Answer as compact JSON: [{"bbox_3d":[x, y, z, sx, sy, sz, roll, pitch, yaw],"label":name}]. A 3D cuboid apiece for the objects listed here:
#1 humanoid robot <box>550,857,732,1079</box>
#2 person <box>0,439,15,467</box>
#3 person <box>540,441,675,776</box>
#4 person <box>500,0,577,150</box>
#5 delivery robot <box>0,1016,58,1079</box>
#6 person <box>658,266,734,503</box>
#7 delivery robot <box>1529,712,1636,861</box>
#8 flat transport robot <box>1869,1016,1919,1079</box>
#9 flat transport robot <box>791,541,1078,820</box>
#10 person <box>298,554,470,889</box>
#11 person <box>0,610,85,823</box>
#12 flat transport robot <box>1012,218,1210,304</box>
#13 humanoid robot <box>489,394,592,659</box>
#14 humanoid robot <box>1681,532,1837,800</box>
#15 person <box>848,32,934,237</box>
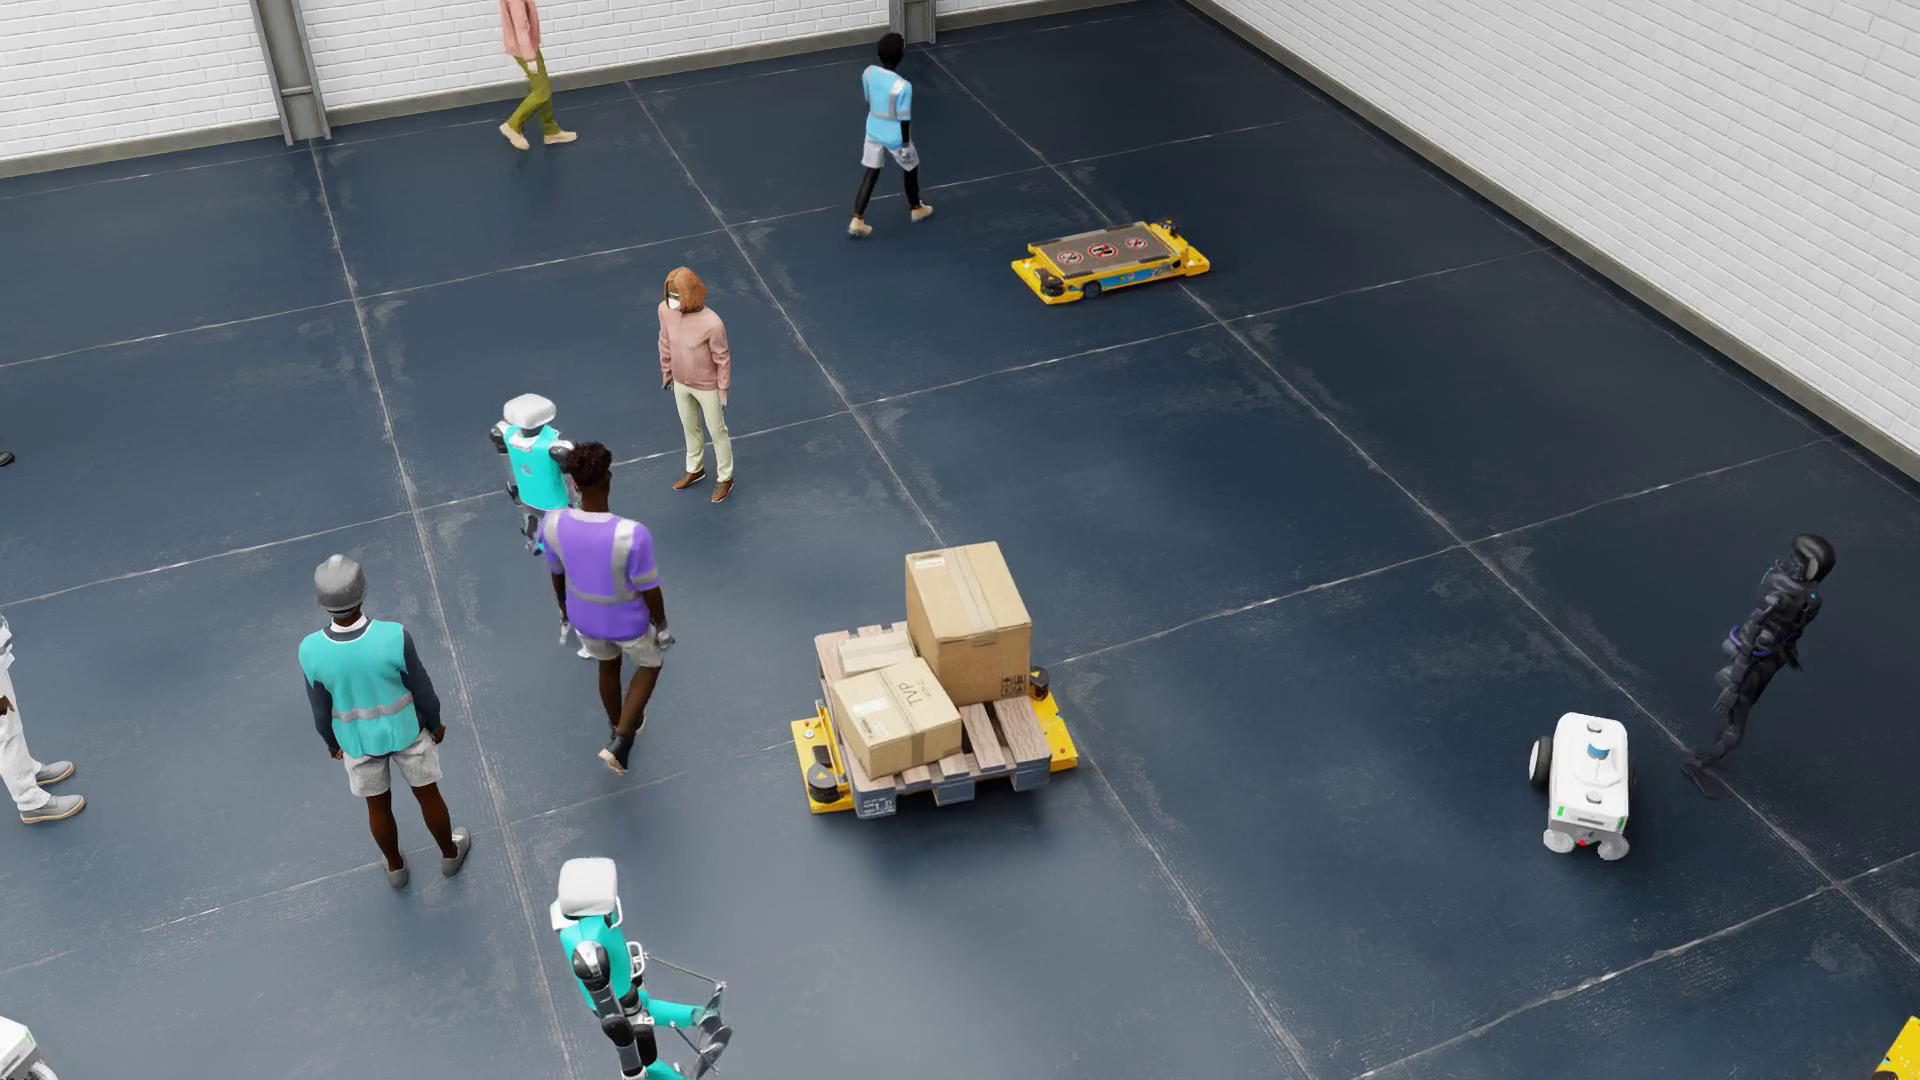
[{"bbox_3d":[-1.162,1.917,6.666,0.723,1.902,0.543,-10,39,-13],"label":"humanoid robot"},{"bbox_3d":[-6.593,-1.328,10.633,0.371,1.938,0.544,-25,44,-29],"label":"person"},{"bbox_3d":[-1.784,0.399,8.384,0.646,1.936,0.562,10,39,13],"label":"person"},{"bbox_3d":[-3.800,-4.302,14.593,0.591,1.823,0.587,-8,38,-10],"label":"person"},{"bbox_3d":[-4.350,2.213,7.167,0.807,0.606,0.499,13,40,17],"label":"delivery robot"},{"bbox_3d":[-1.653,-0.975,10.420,0.506,1.631,0.266,19,41,23],"label":"person"},{"bbox_3d":[3.196,1.224,8.443,0.522,0.591,0.763,11,39,13],"label":"delivery robot"},{"bbox_3d":[4.567,2.585,6.909,1.431,0.231,0.659,31,47,34],"label":"flat transport robot"},{"bbox_3d":[-0.147,1.057,8.898,1.431,0.231,0.659,-9,38,-11],"label":"flat transport robot"},{"bbox_3d":[-2.693,0.886,7.749,0.553,1.941,0.418,-9,38,-12],"label":"person"},{"bbox_3d":[-4.796,0.603,8.164,0.337,1.881,0.583,-20,42,-24],"label":"person"},{"bbox_3d":[1.193,-2.206,13.145,1.431,0.231,0.659,-14,40,-18],"label":"flat transport robot"},{"bbox_3d":[-2.109,-0.099,9.205,0.547,1.805,0.669,18,41,22],"label":"humanoid robot"},{"bbox_3d":[4.001,0.598,8.339,0.610,1.645,0.363,-26,44,-29],"label":"humanoid robot"},{"bbox_3d":[-0.591,-3.255,13.369,0.543,1.659,0.855,27,45,31],"label":"person"}]
